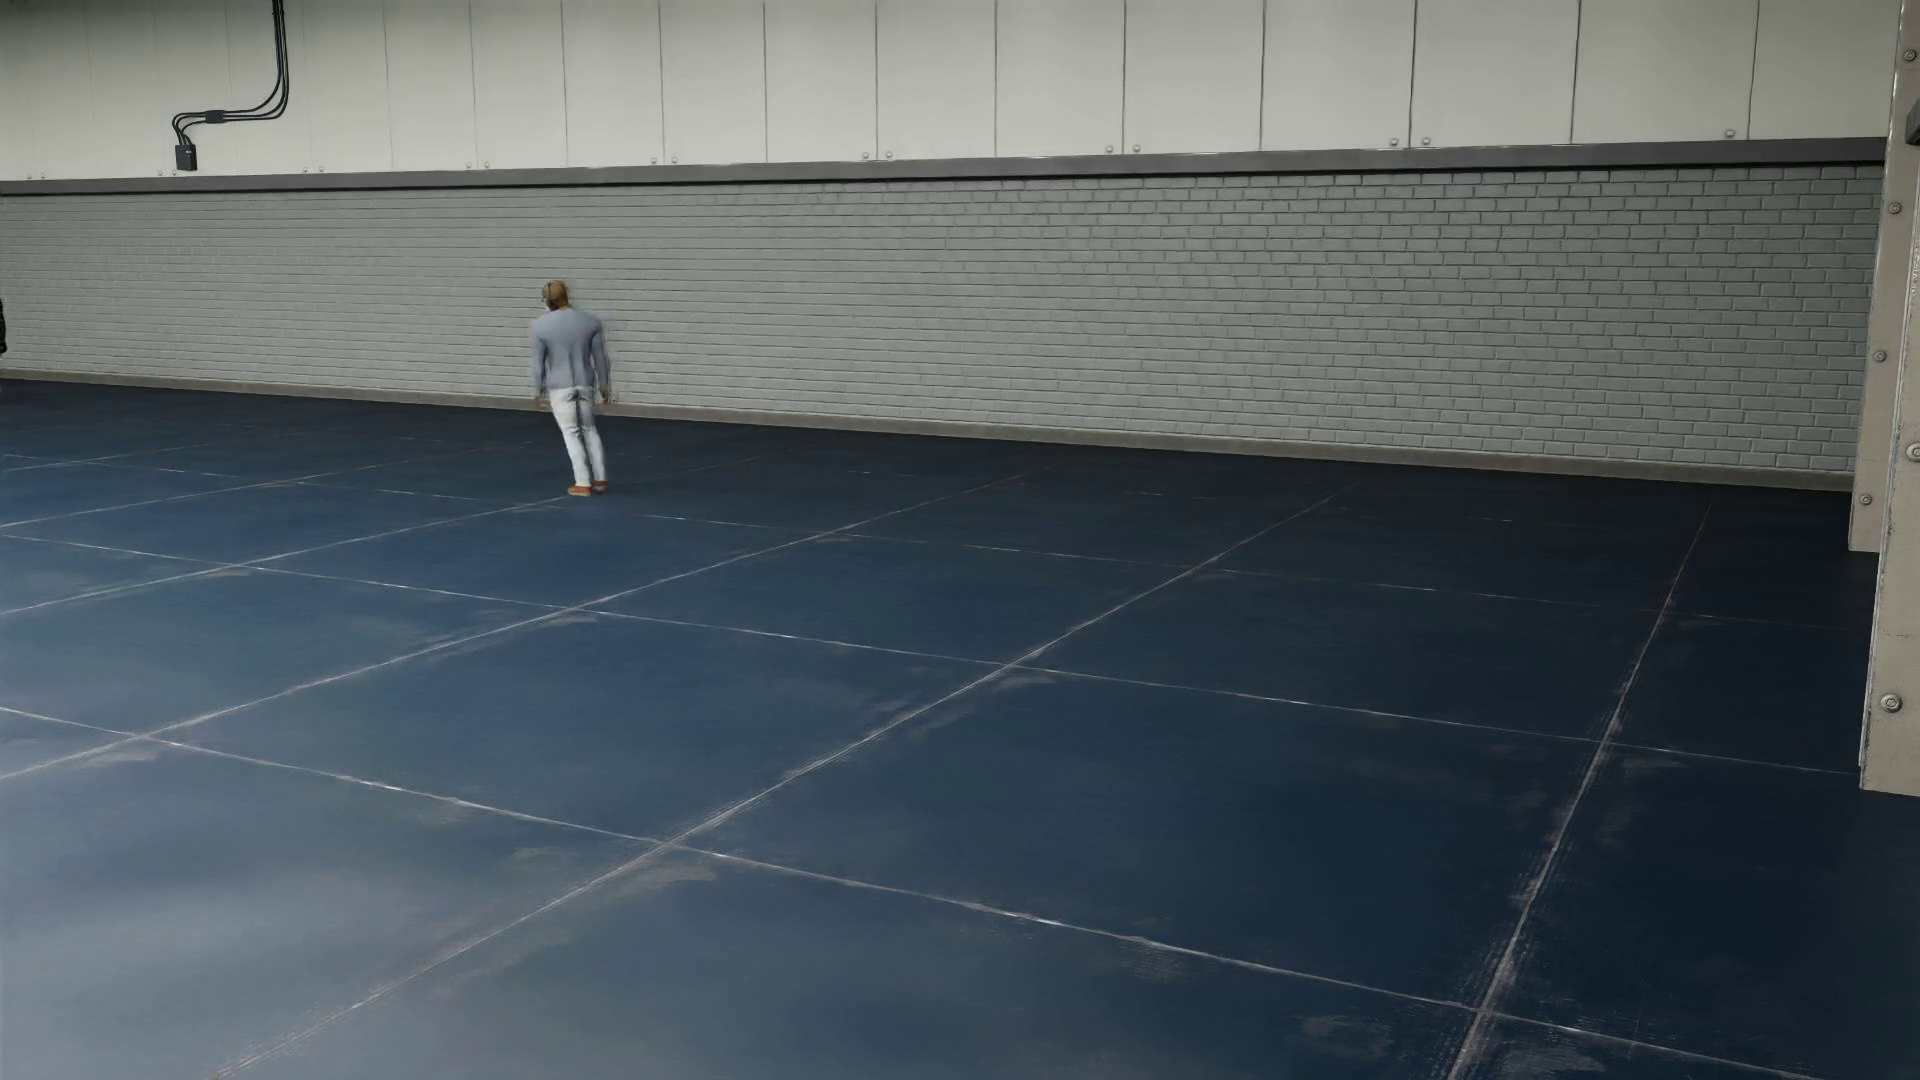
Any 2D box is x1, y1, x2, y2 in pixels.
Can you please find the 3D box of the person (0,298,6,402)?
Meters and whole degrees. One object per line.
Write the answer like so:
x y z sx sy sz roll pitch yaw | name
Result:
-13.298 -2.721 22.567 0.641 1.798 0.950 -4 11 -23 | person

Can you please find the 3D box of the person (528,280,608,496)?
-3.440 -1.328 14.663 0.671 1.907 0.453 -7 12 -33 | person
